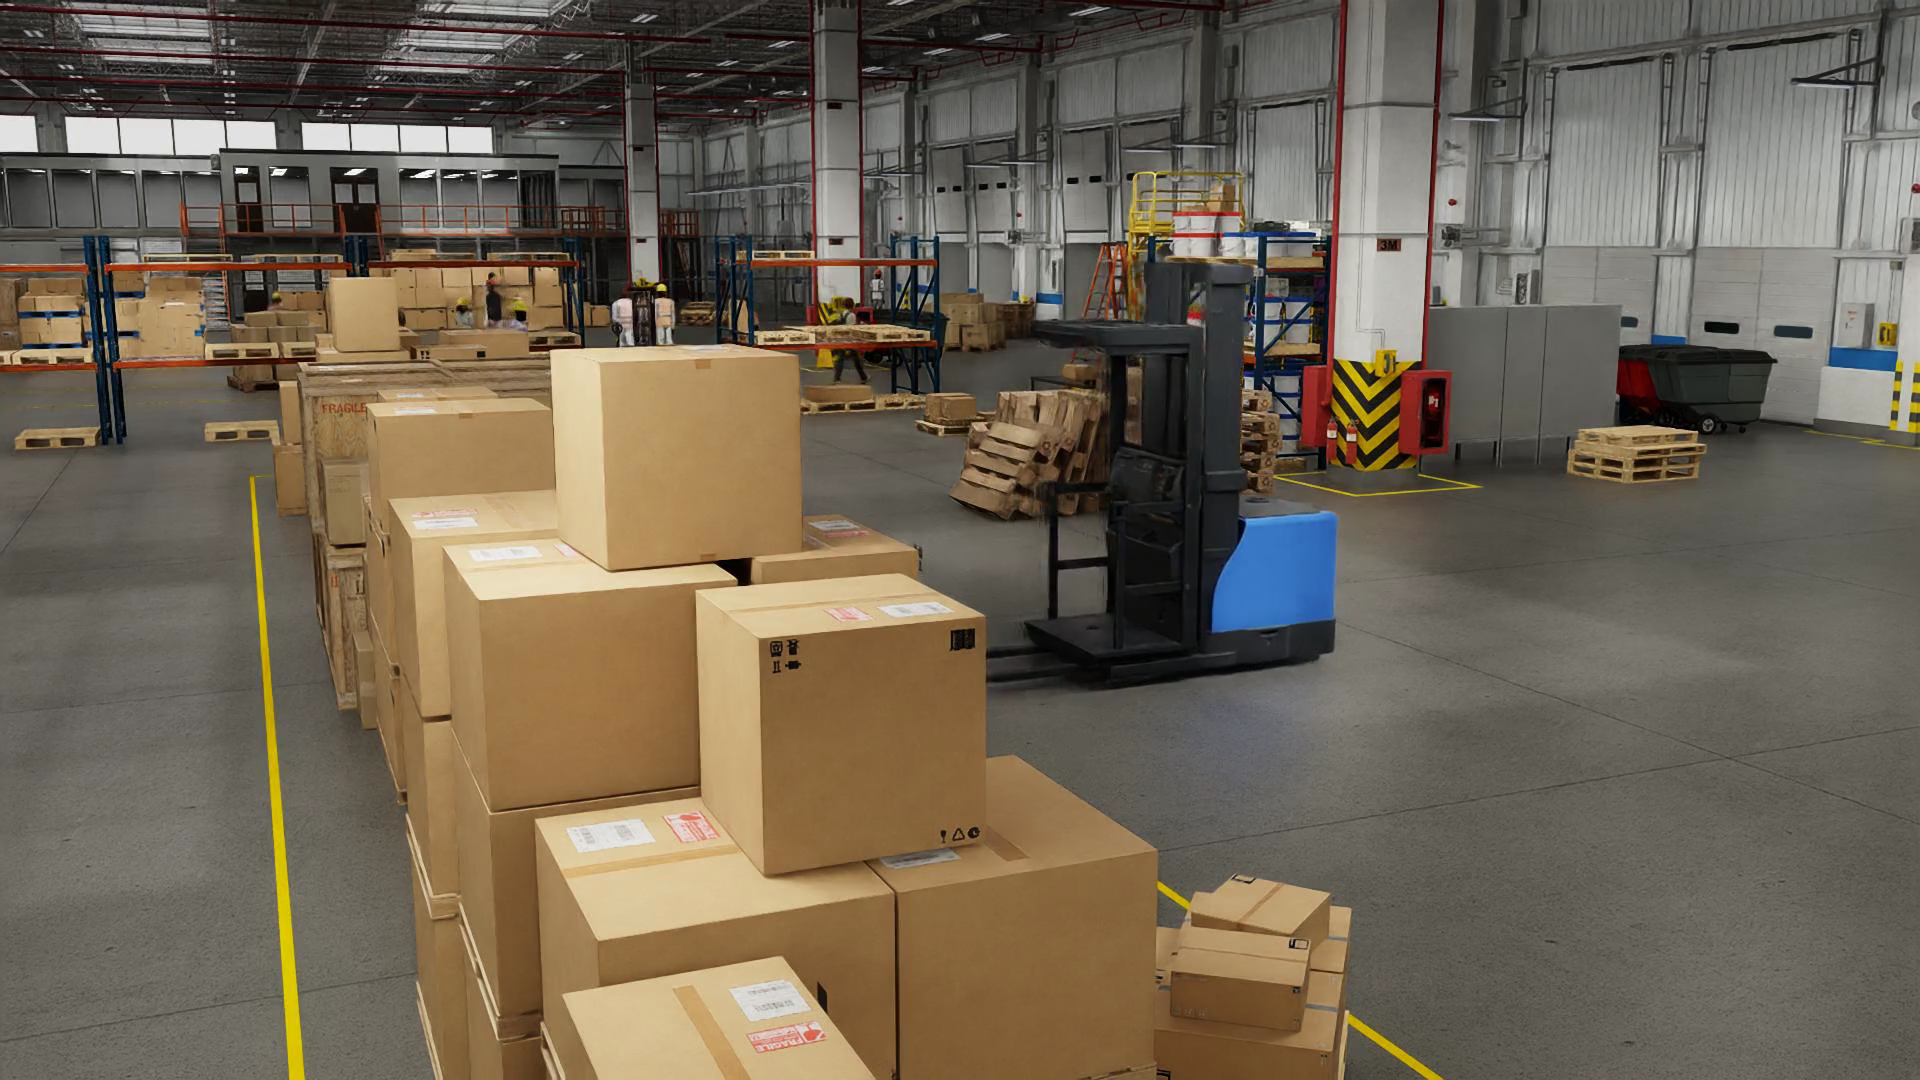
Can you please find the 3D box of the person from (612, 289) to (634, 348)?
[{"bbox_3d":[-7.975,-5.081,39.682,0.637,1.808,0.865,-5,11,-24],"label":"person"}]

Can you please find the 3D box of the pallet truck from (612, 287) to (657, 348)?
[{"bbox_3d":[-6.464,-4.406,35.401,0.823,1.965,1.885,6,12,32],"label":"pallet truck"}]

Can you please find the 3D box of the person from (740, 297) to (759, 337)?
[{"bbox_3d":[-4.702,-4.565,37.096,0.553,1.687,0.353,5,11,24],"label":"person"}]

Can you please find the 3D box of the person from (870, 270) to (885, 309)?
[{"bbox_3d":[-2.805,-8.290,56.979,0.552,1.933,0.368,6,12,31],"label":"person"}]

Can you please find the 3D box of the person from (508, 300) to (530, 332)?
[{"bbox_3d":[-7.956,-3.338,29.780,0.798,1.906,0.600,2,10,9],"label":"person"}]

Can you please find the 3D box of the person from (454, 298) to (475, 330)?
[{"bbox_3d":[-10.794,-4.422,36.306,0.497,1.701,0.878,2,11,13],"label":"person"}]

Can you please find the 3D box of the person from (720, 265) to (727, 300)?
[{"bbox_3d":[-11.618,-12.731,81.287,0.378,1.996,0.611,4,11,21],"label":"person"}]

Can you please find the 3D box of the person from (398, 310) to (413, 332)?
[{"bbox_3d":[-8.316,-2.464,24.869,0.376,1.937,0.629,1,10,5],"label":"person"}]

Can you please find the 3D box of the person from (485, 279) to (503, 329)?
[{"bbox_3d":[-12.013,-5.689,42.621,1.011,1.937,0.646,4,11,20],"label":"person"}]

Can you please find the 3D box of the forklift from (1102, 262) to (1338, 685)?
[{"bbox_3d":[1.640,-0.545,11.688,1.873,2.768,1.129,-4,11,-23],"label":"forklift"}]

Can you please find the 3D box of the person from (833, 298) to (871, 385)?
[{"bbox_3d":[-2.250,-4.041,33.965,0.509,1.796,0.971,8,13,38],"label":"person"}]

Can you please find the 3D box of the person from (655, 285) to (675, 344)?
[{"bbox_3d":[-7.038,-5.080,39.418,0.608,1.896,0.531,-7,13,-35],"label":"person"}]

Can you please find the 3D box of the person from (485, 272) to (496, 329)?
[{"bbox_3d":[-14.905,-7.539,52.878,0.380,1.931,0.625,0,10,0],"label":"person"}]

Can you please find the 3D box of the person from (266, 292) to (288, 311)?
[{"bbox_3d":[-15.848,-4.876,38.648,0.547,1.755,0.378,-8,13,-38],"label":"person"}]

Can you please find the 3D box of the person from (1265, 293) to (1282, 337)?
[{"bbox_3d":[6.022,-3.841,32.456,0.545,1.938,0.361,5,11,24],"label":"person"}]
